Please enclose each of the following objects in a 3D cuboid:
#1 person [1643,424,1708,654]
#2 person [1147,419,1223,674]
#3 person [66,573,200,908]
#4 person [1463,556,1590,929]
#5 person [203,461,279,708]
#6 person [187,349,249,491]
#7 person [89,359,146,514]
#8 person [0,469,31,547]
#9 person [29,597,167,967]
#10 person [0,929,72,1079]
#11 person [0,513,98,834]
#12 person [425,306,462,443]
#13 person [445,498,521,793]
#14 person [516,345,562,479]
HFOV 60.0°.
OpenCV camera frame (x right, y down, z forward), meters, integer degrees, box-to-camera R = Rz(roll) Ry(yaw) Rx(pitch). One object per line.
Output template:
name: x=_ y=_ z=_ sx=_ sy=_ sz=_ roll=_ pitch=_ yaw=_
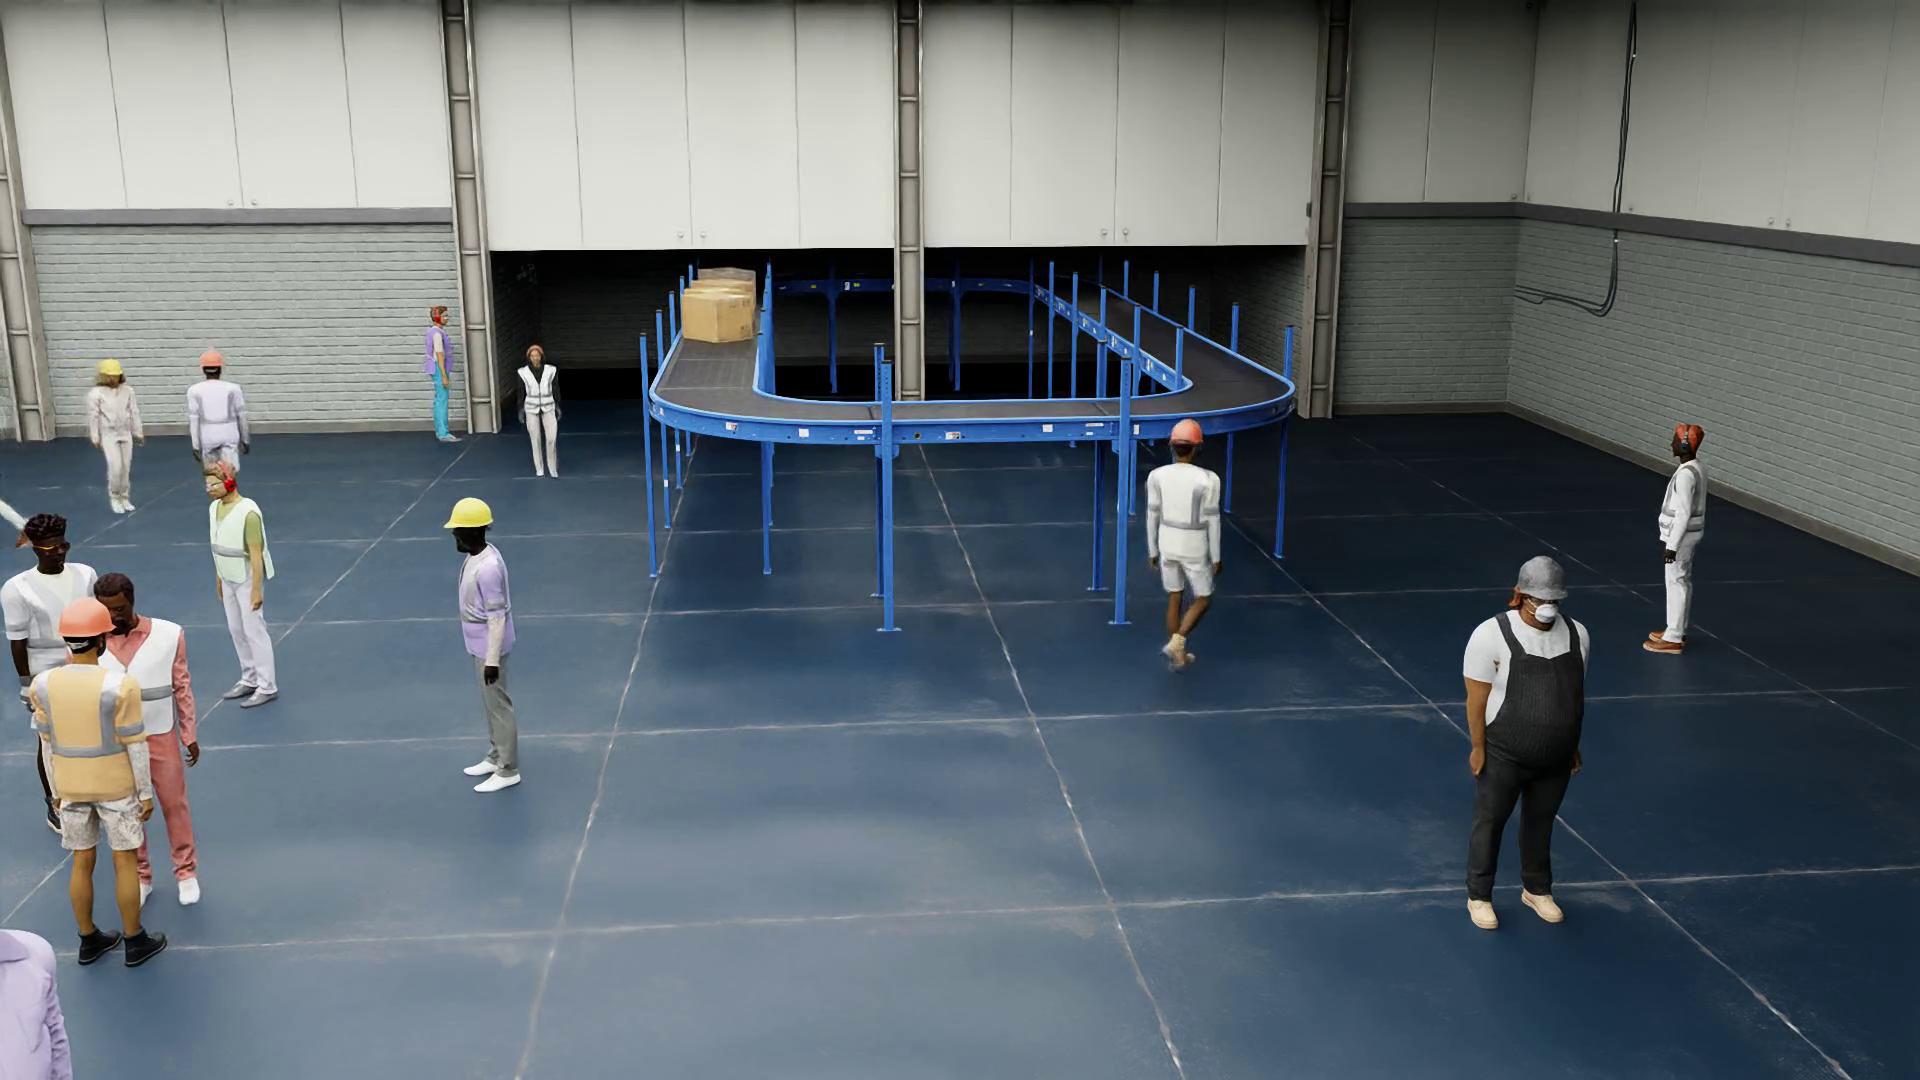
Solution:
person: x=5.847 y=-0.012 z=13.524 sx=0.346 sy=1.880 sz=0.584 roll=9 pitch=17 yaw=31
person: x=1.715 y=0.078 z=12.859 sx=0.634 sy=2.029 sz=0.583 roll=10 pitch=17 yaw=34
person: x=-4.496 y=1.083 z=9.099 sx=0.604 sy=1.906 sz=0.405 roll=-5 pitch=15 yaw=-20
person: x=3.042 y=1.076 z=8.850 sx=0.683 sy=2.000 sz=0.538 roll=-3 pitch=14 yaw=-11
person: x=-5.322 y=0.313 z=12.331 sx=0.573 sy=1.833 sz=0.397 roll=10 pitch=17 yaw=36
person: x=-7.914 y=-1.081 z=17.783 sx=0.557 sy=1.903 sz=0.953 roll=-6 pitch=15 yaw=-22
person: x=-9.307 y=-1.145 z=18.384 sx=0.550 sy=1.725 sz=0.500 roll=9 pitch=17 yaw=31
person: x=-9.892 y=-0.791 z=16.767 sx=0.942 sy=1.818 sz=0.534 roll=-4 pitch=15 yaw=-15
person: x=-4.364 y=1.234 z=8.461 sx=0.539 sy=1.929 sz=0.383 roll=0 pitch=14 yaw=0
person: x=-3.194 y=1.985 z=5.487 sx=0.400 sy=1.909 sz=0.643 roll=8 pitch=16 yaw=28
person: x=-5.461 y=0.791 z=10.139 sx=0.367 sy=1.966 sz=0.606 roll=7 pitch=16 yaw=25
person: x=-7.041 y=-2.245 z=22.530 sx=0.390 sy=1.846 sz=0.563 roll=-6 pitch=15 yaw=-23
person: x=-3.061 y=0.669 z=10.707 sx=0.379 sy=1.928 sz=0.585 roll=-6 pitch=15 yaw=-22
person: x=-5.094 y=-1.539 z=20.155 sx=0.551 sy=1.612 sz=0.678 roll=-4 pitch=15 yaw=-17
